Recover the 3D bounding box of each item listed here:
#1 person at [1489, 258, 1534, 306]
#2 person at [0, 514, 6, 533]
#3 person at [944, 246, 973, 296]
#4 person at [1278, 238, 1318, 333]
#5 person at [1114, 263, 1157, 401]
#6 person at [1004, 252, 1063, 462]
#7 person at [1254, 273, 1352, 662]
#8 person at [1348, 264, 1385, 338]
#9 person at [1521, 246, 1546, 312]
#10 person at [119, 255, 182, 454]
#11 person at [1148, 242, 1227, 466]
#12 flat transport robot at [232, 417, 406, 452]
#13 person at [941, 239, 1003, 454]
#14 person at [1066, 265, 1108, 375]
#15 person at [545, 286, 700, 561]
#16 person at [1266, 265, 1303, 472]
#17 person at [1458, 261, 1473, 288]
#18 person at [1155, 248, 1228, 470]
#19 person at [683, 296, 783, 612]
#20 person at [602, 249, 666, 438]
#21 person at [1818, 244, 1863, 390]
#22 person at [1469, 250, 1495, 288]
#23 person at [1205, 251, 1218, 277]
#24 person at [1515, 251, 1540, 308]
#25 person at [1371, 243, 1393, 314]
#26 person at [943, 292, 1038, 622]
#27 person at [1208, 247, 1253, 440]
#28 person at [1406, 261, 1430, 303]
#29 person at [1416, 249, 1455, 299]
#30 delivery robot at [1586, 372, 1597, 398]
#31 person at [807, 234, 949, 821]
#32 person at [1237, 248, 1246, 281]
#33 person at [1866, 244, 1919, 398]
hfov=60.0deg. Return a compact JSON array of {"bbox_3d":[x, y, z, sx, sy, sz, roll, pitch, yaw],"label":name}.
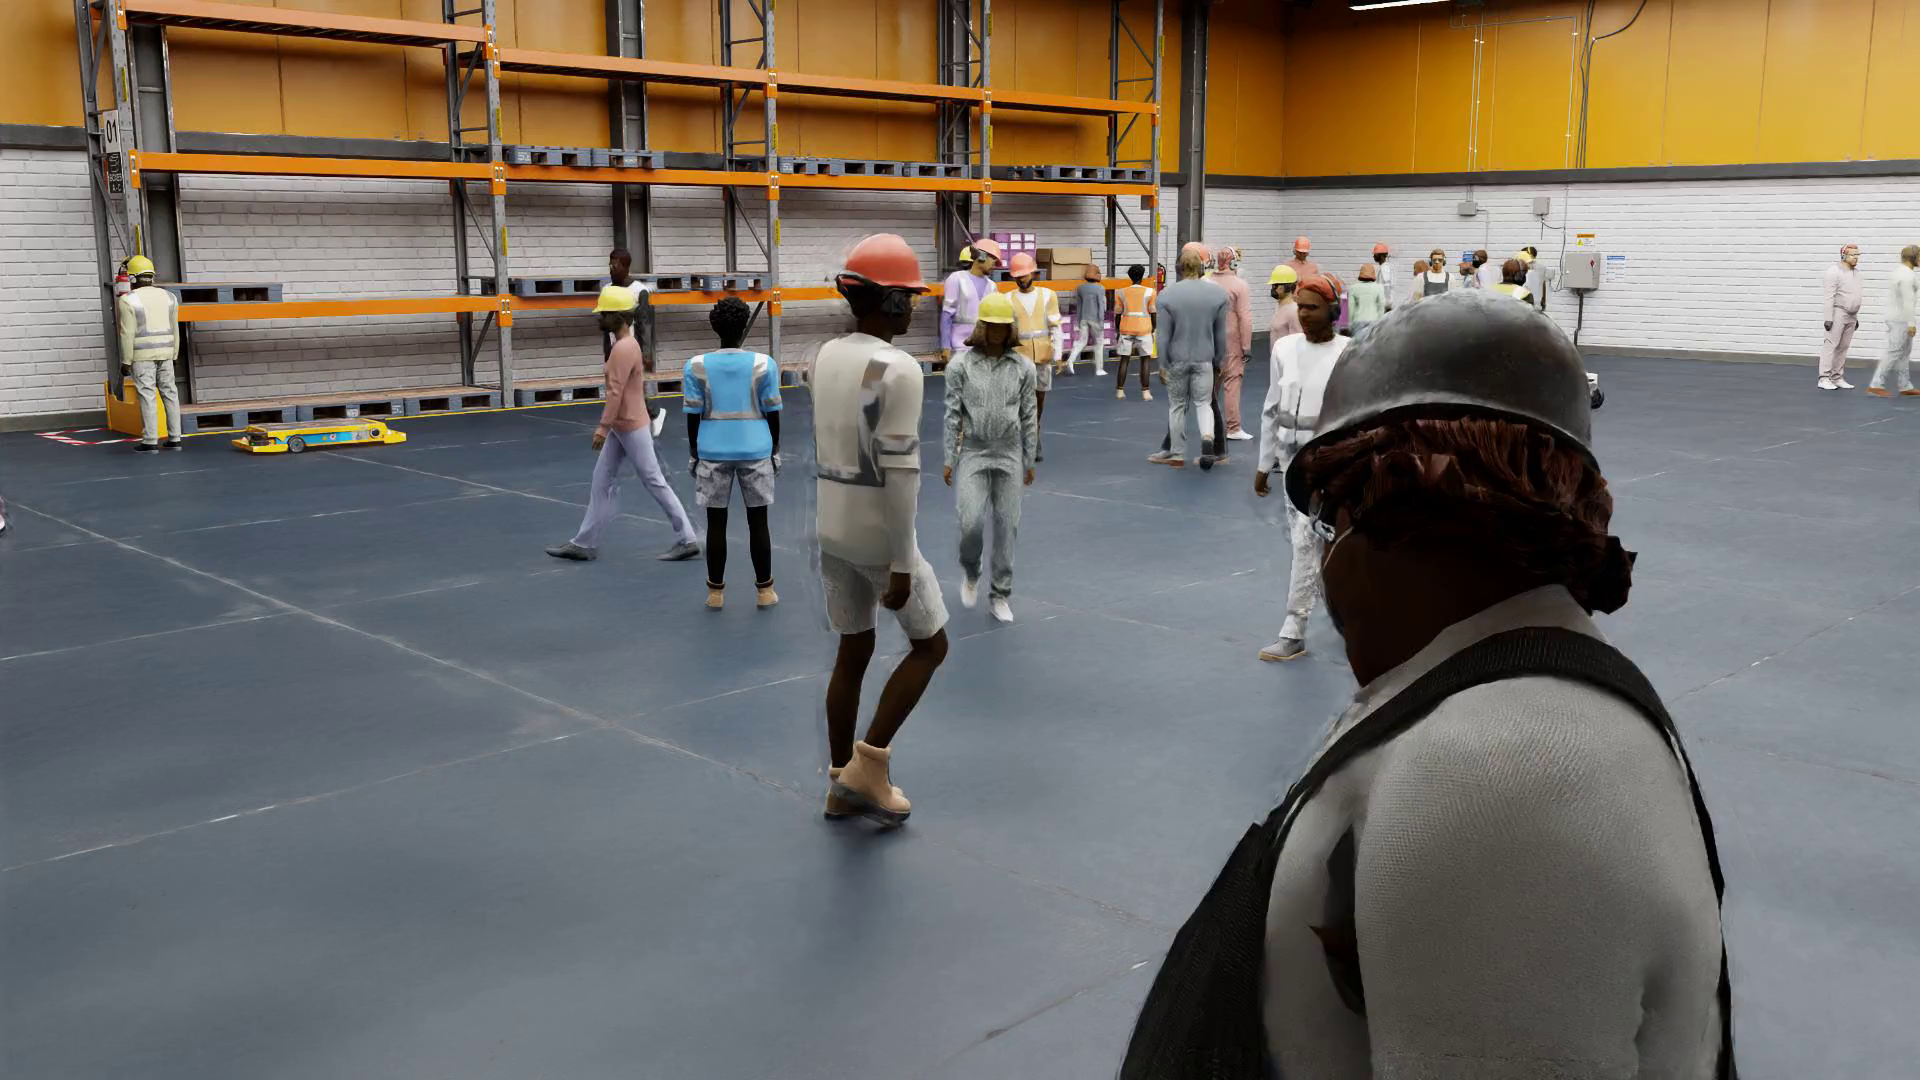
[{"bbox_3d":[5.350,-1.807,16.071,0.944,1.792,0.658,-4,11,-23],"label":"person"},{"bbox_3d":[-6.632,-0.827,10.615,0.649,1.852,1.033,3,11,18],"label":"person"},{"bbox_3d":[0.065,-2.083,17.240,0.595,1.909,0.489,10,15,44],"label":"person"},{"bbox_3d":[4.988,-3.449,24.504,0.611,1.985,0.391,-2,11,-11],"label":"person"},{"bbox_3d":[2.162,-2.552,20.450,0.544,1.681,0.341,4,11,21],"label":"person"},{"bbox_3d":[0.633,-1.690,15.228,0.557,1.879,1.024,-1,10,-5],"label":"person"},{"bbox_3d":[1.778,-0.371,8.115,0.890,1.856,0.583,-9,13,-39],"label":"person"},{"bbox_3d":[5.593,-2.985,22.931,0.498,1.633,0.285,3,11,16],"label":"person"},{"bbox_3d":[9.402,-3.880,27.262,0.611,1.836,0.551,-4,11,-22],"label":"person"},{"bbox_3d":[-7.547,-1.719,15.481,0.403,1.835,0.586,6,12,28],"label":"person"},{"bbox_3d":[2.042,-1.610,14.556,0.709,1.959,0.635,-3,11,-14],"label":"person"},{"bbox_3d":[-6.122,-1.014,15.901,1.431,0.197,0.652,-8,13,-38],"label":"flat transport robot"},{"bbox_3d":[0.090,-1.773,15.398,0.714,1.992,0.414,-8,13,-38],"label":"person"},{"bbox_3d":[1.837,-3.151,23.927,0.507,1.613,0.714,9,14,40],"label":"person"},{"bbox_3d":[-2.070,-0.700,10.255,0.945,1.714,0.529,-3,11,-14],"label":"person"},{"bbox_3d":[2.765,-1.462,14.267,0.326,1.767,0.533,-1,10,-7],"label":"person"},{"bbox_3d":[8.554,-3.831,27.643,0.765,1.598,0.549,2,11,8],"label":"person"},{"bbox_3d":[1.966,-1.513,14.126,0.639,1.923,0.742,-1,10,-4],"label":"person"},{"bbox_3d":[-1.215,-0.454,8.955,0.531,1.698,0.320,-1,10,-4],"label":"person"},{"bbox_3d":[-3.181,-1.868,16.133,0.602,1.899,0.809,8,13,39],"label":"person"},{"bbox_3d":[11.637,-2.933,21.908,0.652,1.906,0.402,-6,12,-29],"label":"person"},{"bbox_3d":[8.054,-3.572,25.690,0.437,1.802,0.668,4,11,19],"label":"person"},{"bbox_3d":[3.223,-2.872,21.834,0.627,1.817,0.453,1,10,5],"label":"person"},{"bbox_3d":[8.301,-3.339,24.433,0.595,1.799,0.849,-9,14,-42],"label":"person"},{"bbox_3d":[6.996,-3.994,27.751,0.992,1.886,0.554,3,11,16],"label":"person"},{"bbox_3d":[0.164,-0.426,8.710,0.508,1.728,0.389,-2,11,-10],"label":"person"},{"bbox_3d":[2.649,-1.946,16.516,0.407,1.910,0.639,-9,14,-42],"label":"person"},{"bbox_3d":[7.483,-3.775,27.338,0.756,1.598,0.500,10,14,43],"label":"person"},{"bbox_3d":[6.190,-2.873,21.741,0.505,1.847,0.347,1,10,7],"label":"person"},{"bbox_3d":[7.148,-1.875,19.565,0.477,0.478,0.707,-4,11,-20],"label":"delivery robot"},{"bbox_3d":[-0.289,-0.013,5.672,0.442,2.028,0.619,-9,14,-40],"label":"person"},{"bbox_3d":[4.332,-3.790,26.835,0.531,1.829,0.915,3,11,17],"label":"person"},{"bbox_3d":[11.784,-2.723,20.760,0.544,1.934,0.649,4,11,22],"label":"person"}]
